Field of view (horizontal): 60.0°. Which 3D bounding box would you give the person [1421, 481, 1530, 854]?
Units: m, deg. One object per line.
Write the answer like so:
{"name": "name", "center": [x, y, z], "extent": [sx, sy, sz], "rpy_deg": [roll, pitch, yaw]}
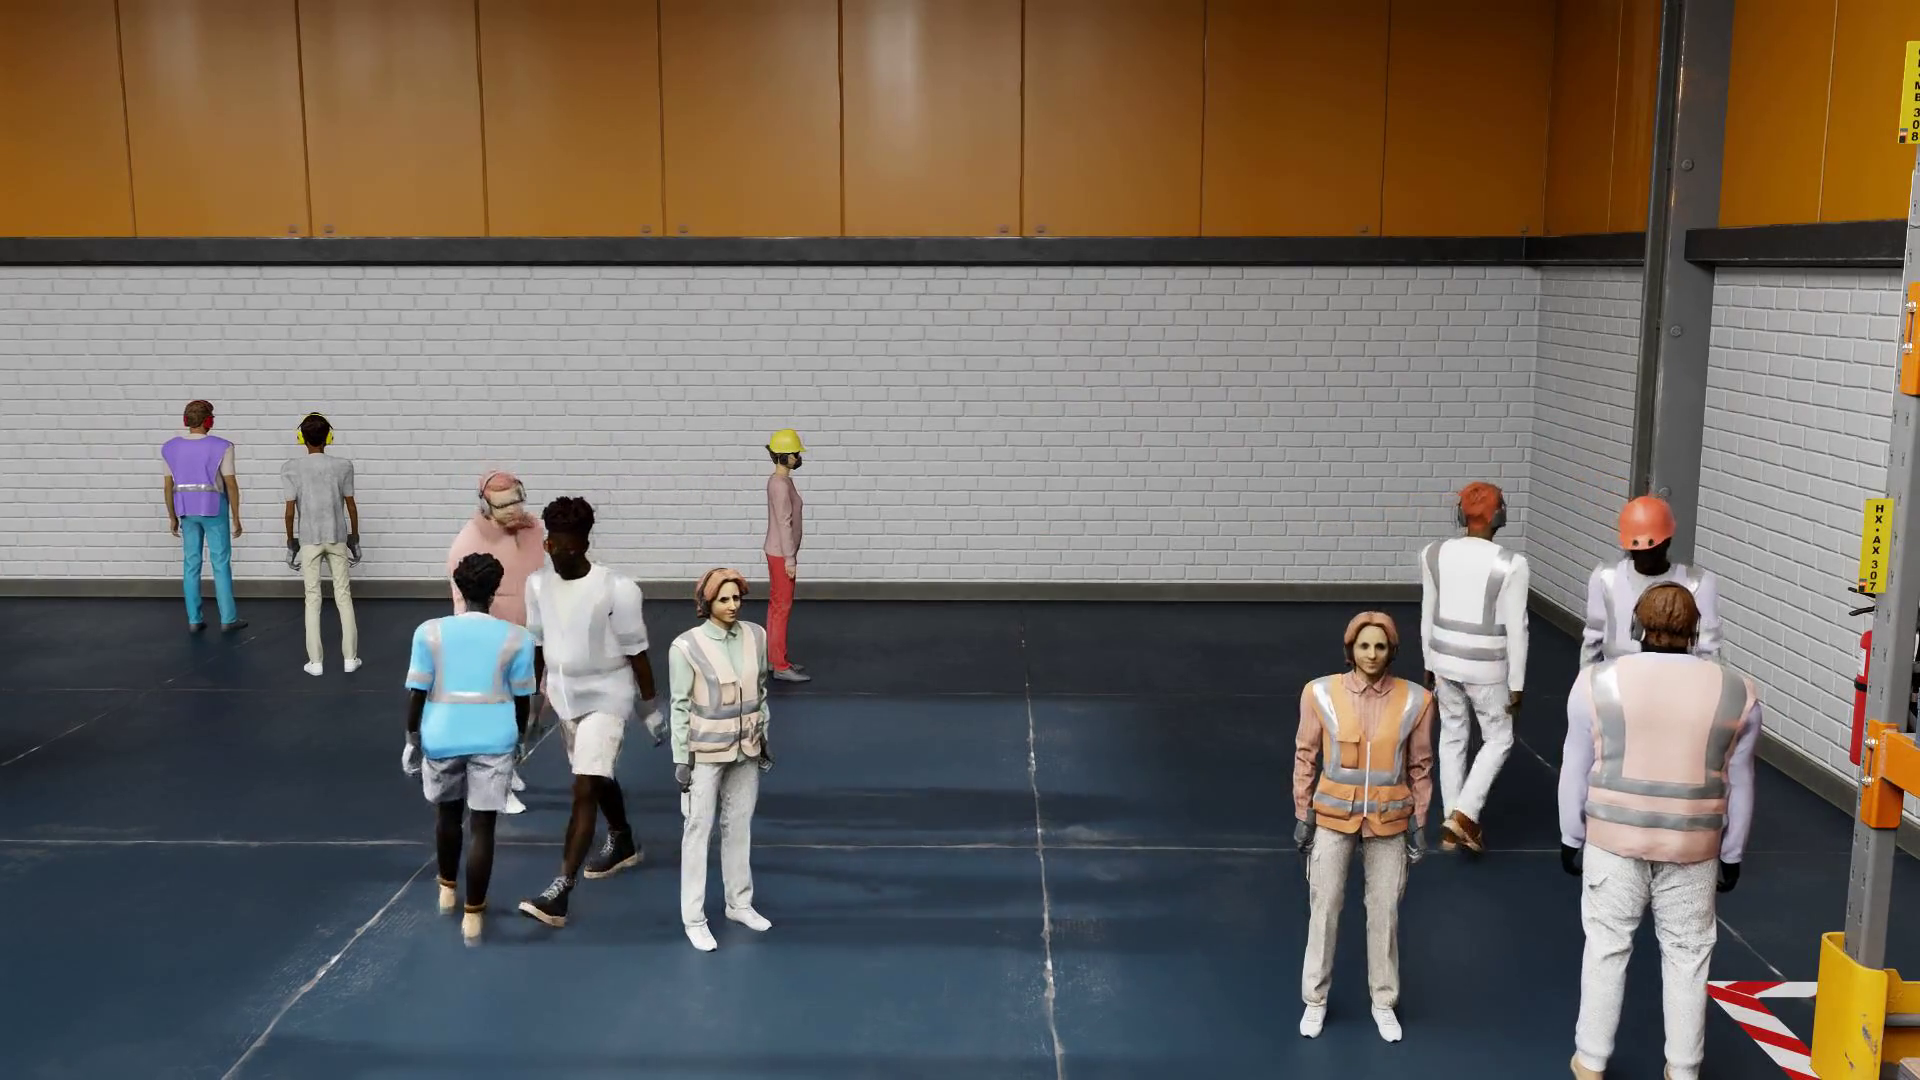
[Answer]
{"name": "person", "center": [2.506, 0.639, 8.186], "extent": [0.581, 1.866, 0.451], "rpy_deg": [9, 13, 42]}

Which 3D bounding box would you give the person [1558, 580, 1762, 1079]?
{"name": "person", "center": [2.412, 1.051, 5.809], "extent": [0.629, 1.836, 0.429], "rpy_deg": [3, 10, 16]}

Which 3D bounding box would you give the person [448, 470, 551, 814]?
{"name": "person", "center": [-2.443, 0.539, 8.791], "extent": [0.606, 1.863, 0.694], "rpy_deg": [5, 11, 28]}

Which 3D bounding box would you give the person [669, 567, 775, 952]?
{"name": "person", "center": [-1.021, 0.922, 7.148], "extent": [0.309, 1.639, 0.523], "rpy_deg": [9, 13, 43]}

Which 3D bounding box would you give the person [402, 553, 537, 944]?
{"name": "person", "center": [-2.143, 0.886, 7.314], "extent": [0.567, 1.649, 0.696], "rpy_deg": [-1, 10, -8]}

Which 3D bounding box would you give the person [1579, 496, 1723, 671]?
{"name": "person", "center": [3.097, 0.740, 7.500], "extent": [0.669, 1.878, 0.910], "rpy_deg": [6, 11, 30]}

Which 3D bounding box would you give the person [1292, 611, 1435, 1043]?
{"name": "person", "center": [1.508, 1.069, 6.260], "extent": [0.514, 1.644, 0.307], "rpy_deg": [1, 10, 7]}

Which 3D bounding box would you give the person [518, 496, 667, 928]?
{"name": "person", "center": [-1.726, 0.736, 7.499], "extent": [0.657, 1.882, 1.100], "rpy_deg": [5, 11, 27]}

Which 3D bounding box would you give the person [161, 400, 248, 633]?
{"name": "person", "center": [-5.978, -0.180, 13.132], "extent": [0.565, 1.845, 0.387], "rpy_deg": [0, 9, -1]}

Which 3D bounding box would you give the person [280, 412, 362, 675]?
{"name": "person", "center": [-4.523, 0.029, 11.817], "extent": [0.510, 1.870, 0.328], "rpy_deg": [-4, 10, -25]}

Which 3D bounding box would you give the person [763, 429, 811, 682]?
{"name": "person", "center": [-1.220, 0.103, 11.677], "extent": [0.314, 1.769, 0.524], "rpy_deg": [-2, 10, -12]}
